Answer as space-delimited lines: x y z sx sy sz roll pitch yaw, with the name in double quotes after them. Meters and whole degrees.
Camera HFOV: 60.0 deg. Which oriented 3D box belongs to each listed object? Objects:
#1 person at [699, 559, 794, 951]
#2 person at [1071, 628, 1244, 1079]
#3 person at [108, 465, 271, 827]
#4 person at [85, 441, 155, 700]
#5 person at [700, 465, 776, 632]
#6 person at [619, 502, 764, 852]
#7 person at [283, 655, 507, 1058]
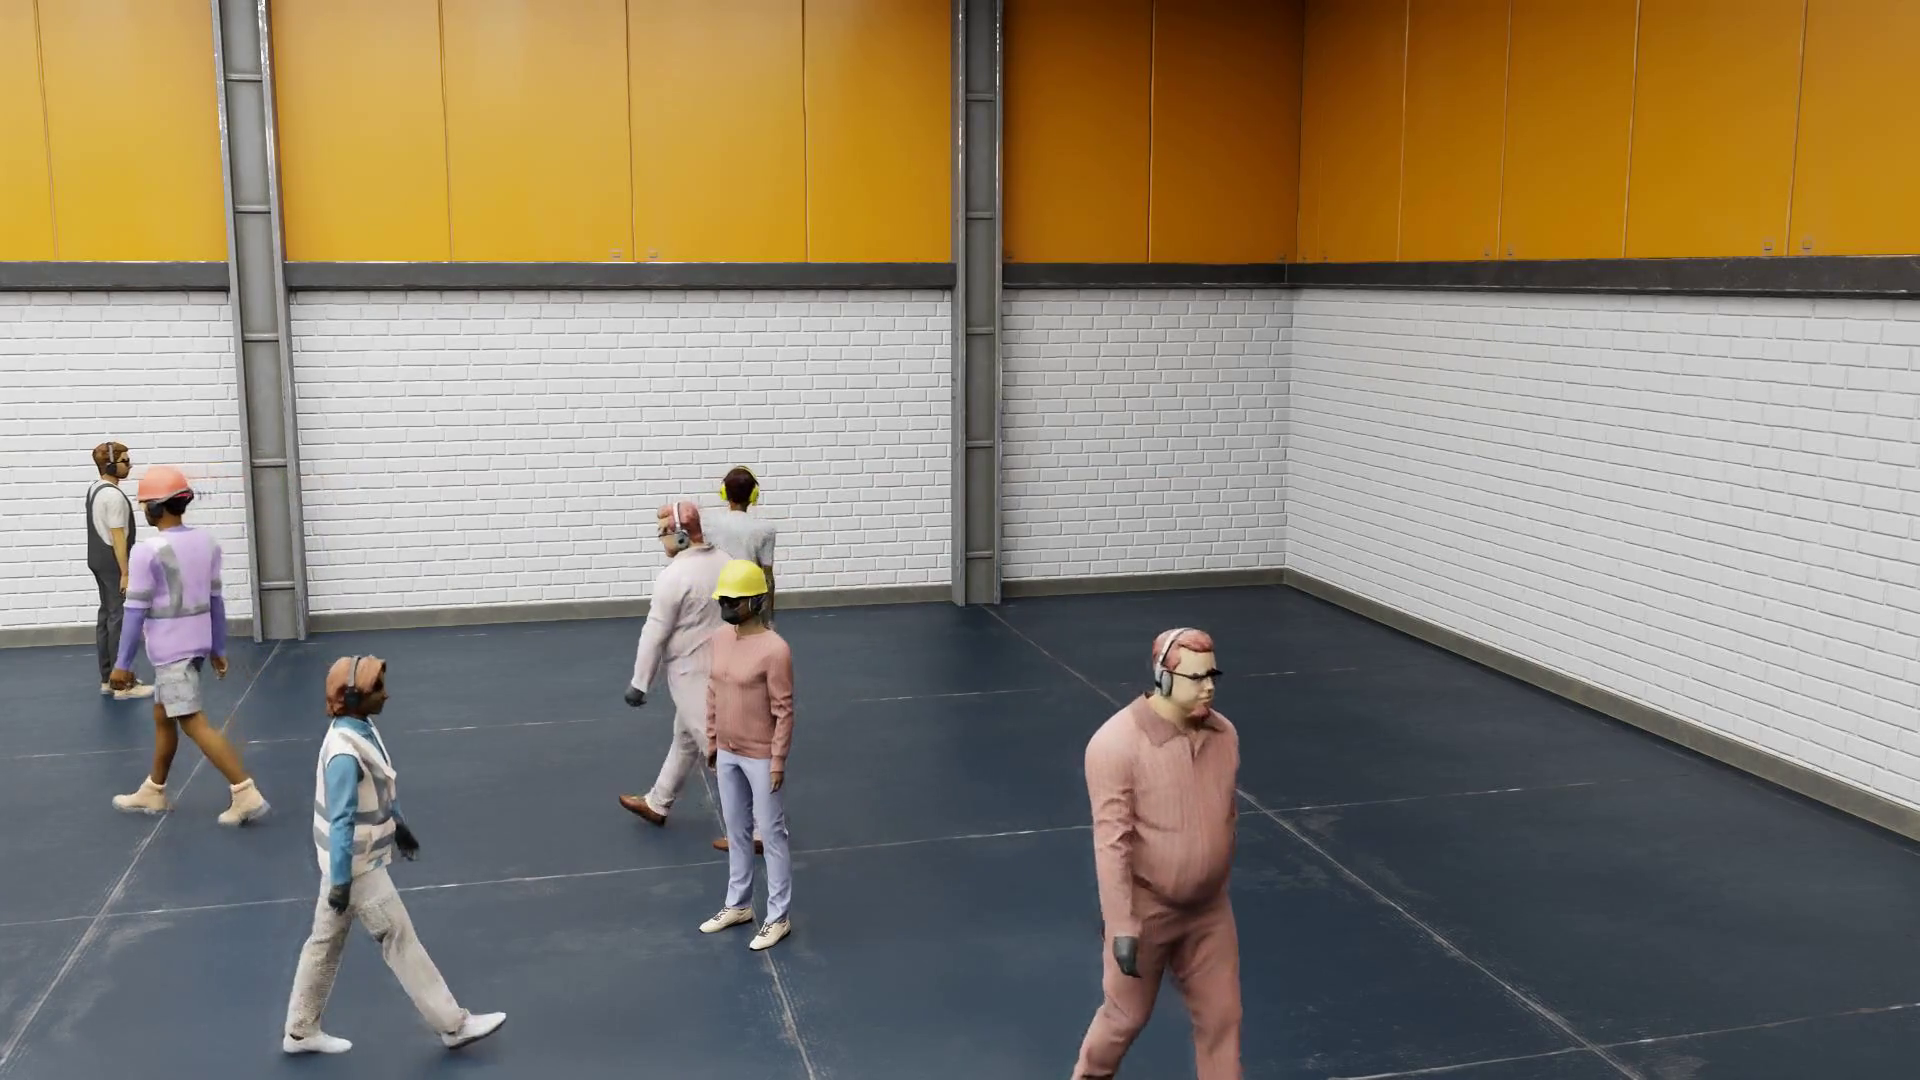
-0.965 0.958 7.519 0.525 1.769 0.313 8 12 40 "person"
0.704 1.213 5.591 0.643 1.876 0.840 -5 10 -30 "person"
-4.265 0.589 9.129 1.028 2.003 0.629 1 9 9 "person"
-6.043 0.215 11.907 0.347 1.846 0.505 -8 12 -42 "person"
-1.402 0.463 10.379 0.516 1.852 0.783 0 9 -3 "person"
-1.452 0.714 8.784 1.041 1.841 0.653 4 10 22 "person"
-2.237 1.223 6.403 0.855 1.595 0.516 -3 10 -18 "person"
